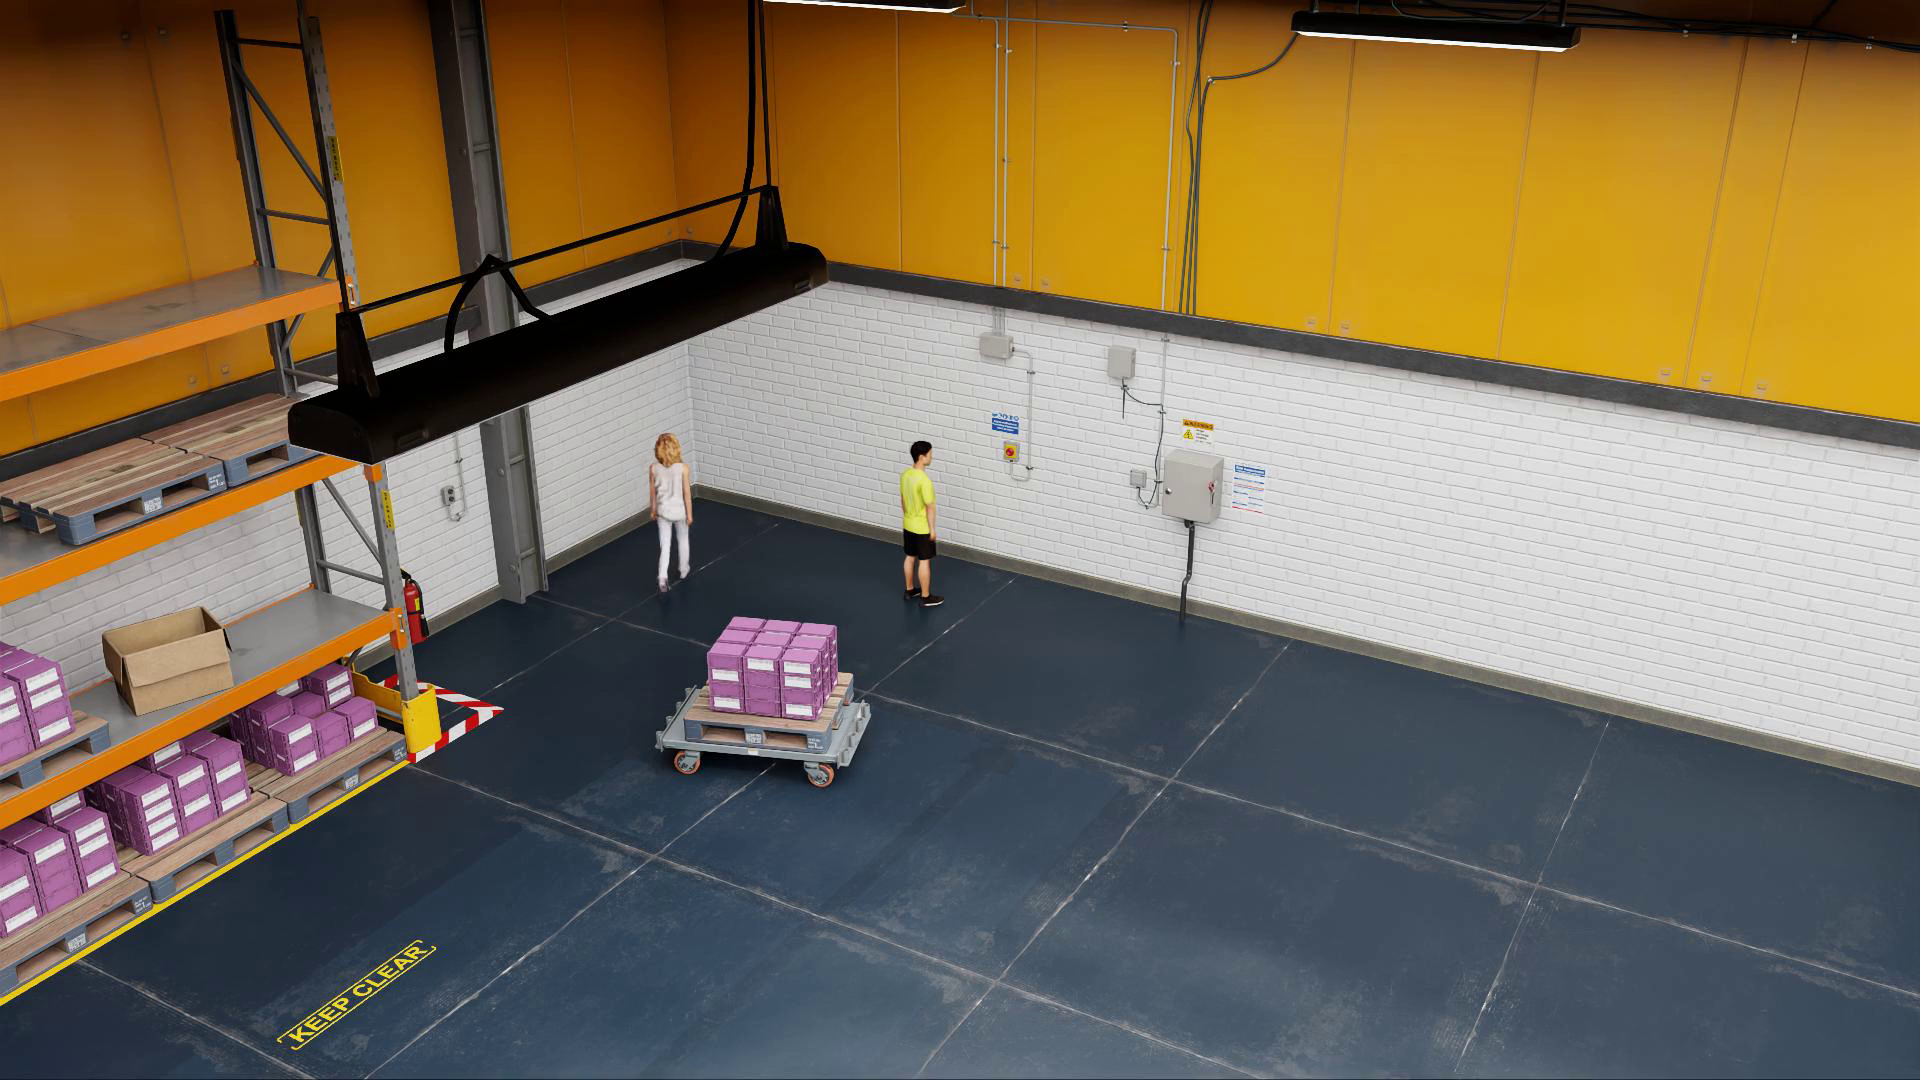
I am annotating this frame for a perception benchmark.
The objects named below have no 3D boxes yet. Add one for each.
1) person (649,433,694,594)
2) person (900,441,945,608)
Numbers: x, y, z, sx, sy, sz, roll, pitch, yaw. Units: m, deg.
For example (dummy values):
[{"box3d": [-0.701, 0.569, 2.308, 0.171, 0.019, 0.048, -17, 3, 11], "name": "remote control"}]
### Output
[{"box3d": [-2.948, -0.259, 16.855, 0.889, 1.645, 1.121, 2, 24, 4], "name": "person"}, {"box3d": [-0.414, -0.170, 16.574, 0.664, 1.706, 0.688, -18, 29, -35], "name": "person"}]
